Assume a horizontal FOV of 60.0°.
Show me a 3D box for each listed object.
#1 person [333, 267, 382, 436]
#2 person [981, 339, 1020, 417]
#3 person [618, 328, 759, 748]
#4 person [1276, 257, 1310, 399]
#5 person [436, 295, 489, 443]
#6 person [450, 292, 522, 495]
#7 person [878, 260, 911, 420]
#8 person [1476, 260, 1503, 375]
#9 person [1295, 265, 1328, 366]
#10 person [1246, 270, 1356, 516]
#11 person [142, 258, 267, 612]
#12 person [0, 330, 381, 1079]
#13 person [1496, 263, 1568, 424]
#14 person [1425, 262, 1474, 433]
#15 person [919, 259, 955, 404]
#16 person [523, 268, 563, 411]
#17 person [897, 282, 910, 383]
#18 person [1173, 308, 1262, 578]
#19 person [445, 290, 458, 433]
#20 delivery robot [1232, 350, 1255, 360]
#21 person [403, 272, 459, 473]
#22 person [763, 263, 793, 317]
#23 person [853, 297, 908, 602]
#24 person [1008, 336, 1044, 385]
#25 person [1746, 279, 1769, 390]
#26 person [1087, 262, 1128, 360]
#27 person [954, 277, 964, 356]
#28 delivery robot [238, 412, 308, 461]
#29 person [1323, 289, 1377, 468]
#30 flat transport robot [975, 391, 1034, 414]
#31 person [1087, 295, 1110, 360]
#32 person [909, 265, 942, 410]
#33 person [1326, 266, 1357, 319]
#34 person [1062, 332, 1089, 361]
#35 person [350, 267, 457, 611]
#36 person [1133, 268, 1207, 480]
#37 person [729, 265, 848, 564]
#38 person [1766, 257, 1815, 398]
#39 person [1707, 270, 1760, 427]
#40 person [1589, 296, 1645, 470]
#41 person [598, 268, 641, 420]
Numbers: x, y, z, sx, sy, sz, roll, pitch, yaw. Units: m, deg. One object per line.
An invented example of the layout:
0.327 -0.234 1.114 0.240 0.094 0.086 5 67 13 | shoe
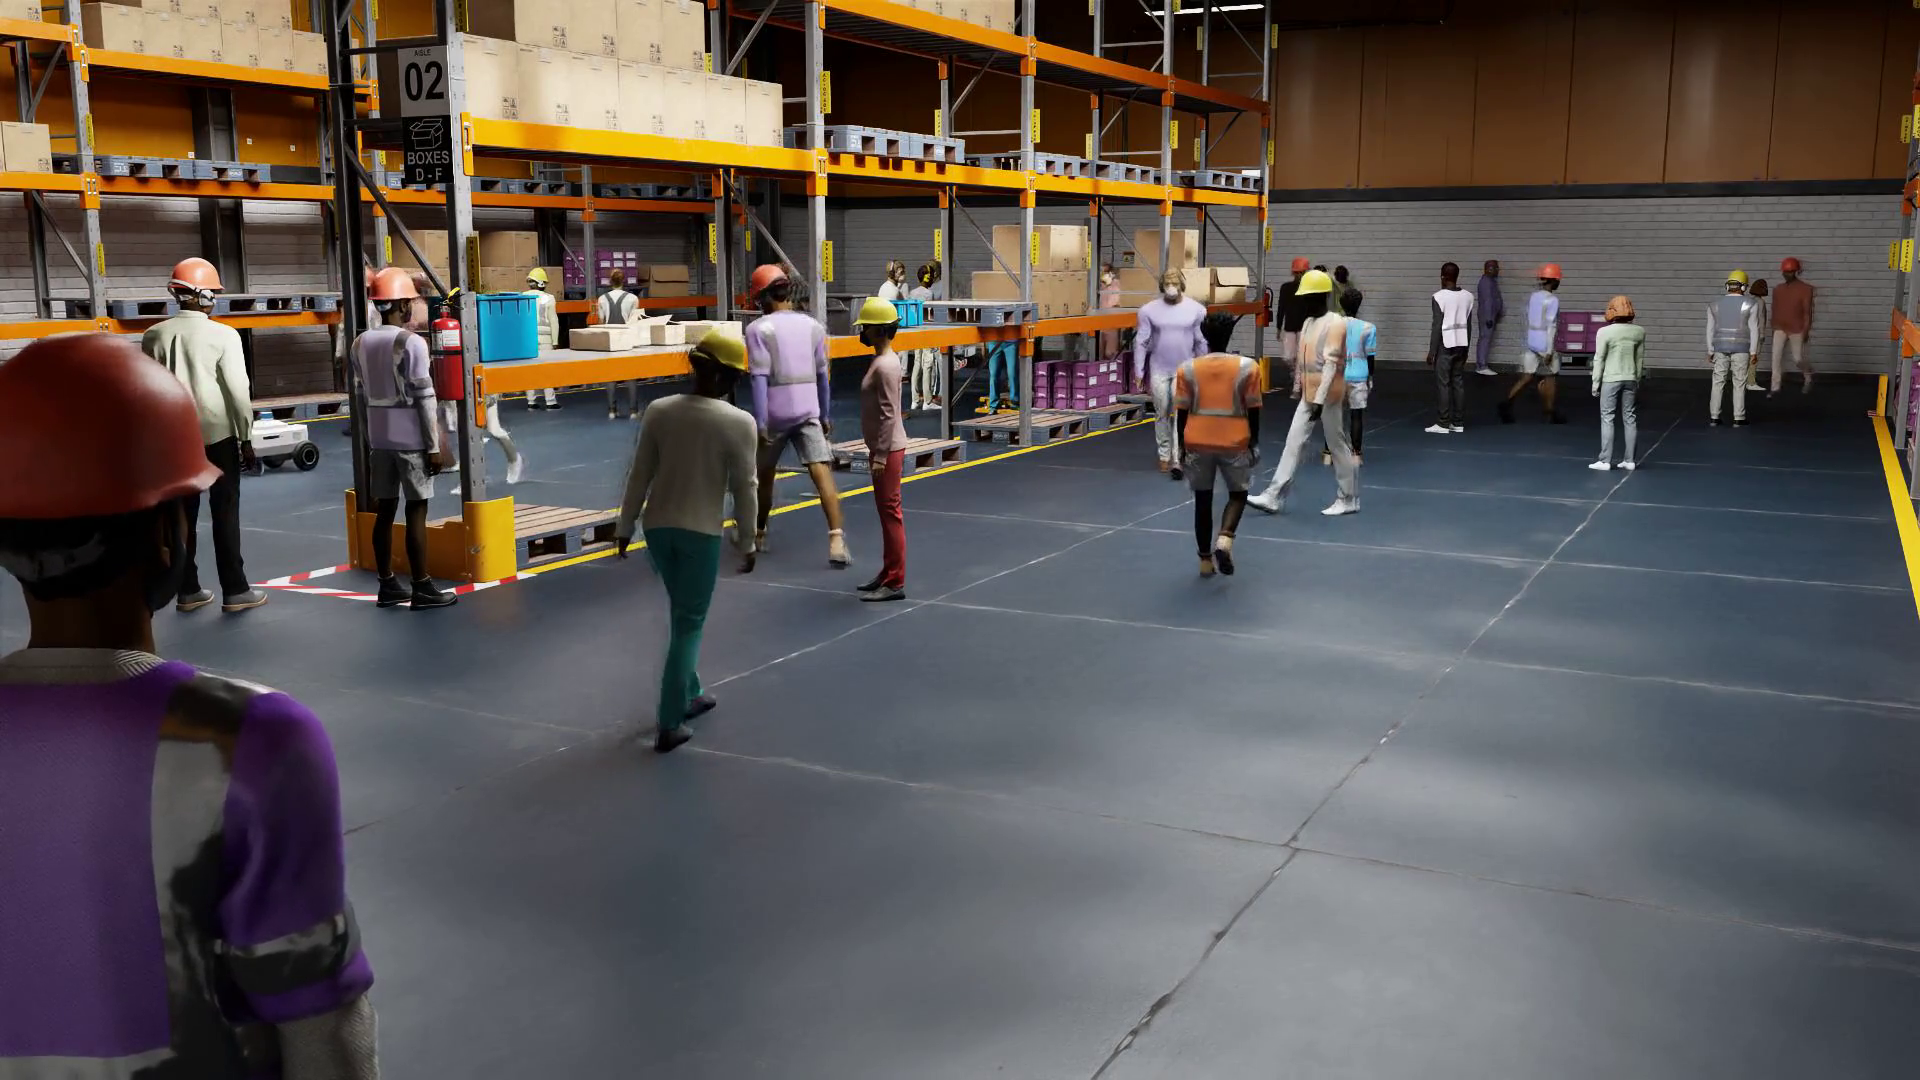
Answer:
-6.640 -2.105 18.587 0.635 1.869 0.972 3 10 16 | person
0.531 -2.397 20.346 0.561 1.836 0.379 2 10 11 | person
-1.114 -0.026 6.985 0.549 1.699 0.791 4 11 22 | person
4.721 -2.949 23.164 0.625 1.972 0.598 5 11 28 | person
-5.406 -1.729 17.206 0.872 1.587 0.512 -1 10 -4 | person
-4.077 -1.331 14.184 0.512 1.841 0.835 2 10 14 | person
-0.825 -2.431 20.252 0.378 1.937 0.629 -2 10 -11 | person
8.810 -3.704 27.695 0.408 1.913 0.638 2 10 12 | person
6.218 -3.817 28.668 0.954 1.807 0.503 0 10 -1 | person
2.661 -1.101 12.696 0.960 1.877 0.615 -3 10 -18 | person
-4.275 -0.588 9.409 0.623 1.992 0.397 2 10 9 | person
-0.904 0.741 1.876 0.543 1.942 0.350 0 10 3 | person
6.779 -2.297 19.554 0.850 1.916 0.547 -4 10 -20 | person
5.518 -2.156 18.719 0.597 1.915 0.370 -6 11 -29 | person
-0.339 -2.806 22.418 0.372 1.939 0.631 -9 13 -42 | person
-5.392 -2.554 21.293 0.592 1.822 0.404 3 10 16 | person
-0.988 -3.378 25.884 0.355 1.884 0.573 -6 12 -32 | person
1.577 -0.582 10.241 0.548 1.686 0.447 3 10 16 | person
-5.709 -2.042 18.973 0.546 1.586 0.848 0 10 1 | person
4.150 -2.618 25.060 0.707 0.478 0.477 -8 13 -39 | delivery robot
-4.861 -1.472 14.965 0.658 1.859 1.003 9 13 42 | person
-2.403 -2.749 22.240 0.355 1.886 0.572 -9 13 -42 | person
-0.463 -0.526 9.715 0.309 1.769 0.523 -1 10 -5 | person
1.051 -3.264 24.770 1.072 2.000 0.684 -8 12 -37 | person
11.777 -3.031 24.593 0.280 1.636 0.500 1 10 4 | person
2.134 -3.086 24.162 0.662 1.893 0.488 5 11 27 | person
-0.187 -4.020 29.459 0.469 1.931 0.634 5 11 26 | person
-6.368 -0.935 15.312 0.477 0.478 0.707 5 11 25 | delivery robot
3.657 -1.520 15.696 0.530 1.688 0.324 3 10 16 | person
0.786 -1.748 21.115 0.652 0.197 1.431 5 11 26 | flat transport robot
2.192 -3.272 25.496 0.603 1.810 0.725 5 11 29 | person
-0.455 -2.607 21.480 0.328 1.865 0.521 -8 13 -39 | person
6.390 -3.674 27.825 0.684 1.814 0.434 -7 12 -34 | person
1.816 -3.319 25.704 0.578 1.820 0.641 -4 11 -21 | person
-3.165 -0.565 9.435 0.545 1.942 0.349 5 11 25 | person
1.893 -1.500 15.022 0.658 1.881 1.029 2 10 10 | person
-1.105 -0.828 10.941 0.679 1.962 1.133 -7 12 -37 | person
11.644 -2.961 23.231 0.813 1.969 0.629 -7 12 -35 | person
9.001 -2.223 19.361 0.587 1.828 0.404 9 14 43 | person
6.140 -1.460 15.537 0.498 1.626 0.289 -2 10 -12 | person
-4.099 -2.367 20.174 0.522 1.839 0.363 1 10 6 | person
